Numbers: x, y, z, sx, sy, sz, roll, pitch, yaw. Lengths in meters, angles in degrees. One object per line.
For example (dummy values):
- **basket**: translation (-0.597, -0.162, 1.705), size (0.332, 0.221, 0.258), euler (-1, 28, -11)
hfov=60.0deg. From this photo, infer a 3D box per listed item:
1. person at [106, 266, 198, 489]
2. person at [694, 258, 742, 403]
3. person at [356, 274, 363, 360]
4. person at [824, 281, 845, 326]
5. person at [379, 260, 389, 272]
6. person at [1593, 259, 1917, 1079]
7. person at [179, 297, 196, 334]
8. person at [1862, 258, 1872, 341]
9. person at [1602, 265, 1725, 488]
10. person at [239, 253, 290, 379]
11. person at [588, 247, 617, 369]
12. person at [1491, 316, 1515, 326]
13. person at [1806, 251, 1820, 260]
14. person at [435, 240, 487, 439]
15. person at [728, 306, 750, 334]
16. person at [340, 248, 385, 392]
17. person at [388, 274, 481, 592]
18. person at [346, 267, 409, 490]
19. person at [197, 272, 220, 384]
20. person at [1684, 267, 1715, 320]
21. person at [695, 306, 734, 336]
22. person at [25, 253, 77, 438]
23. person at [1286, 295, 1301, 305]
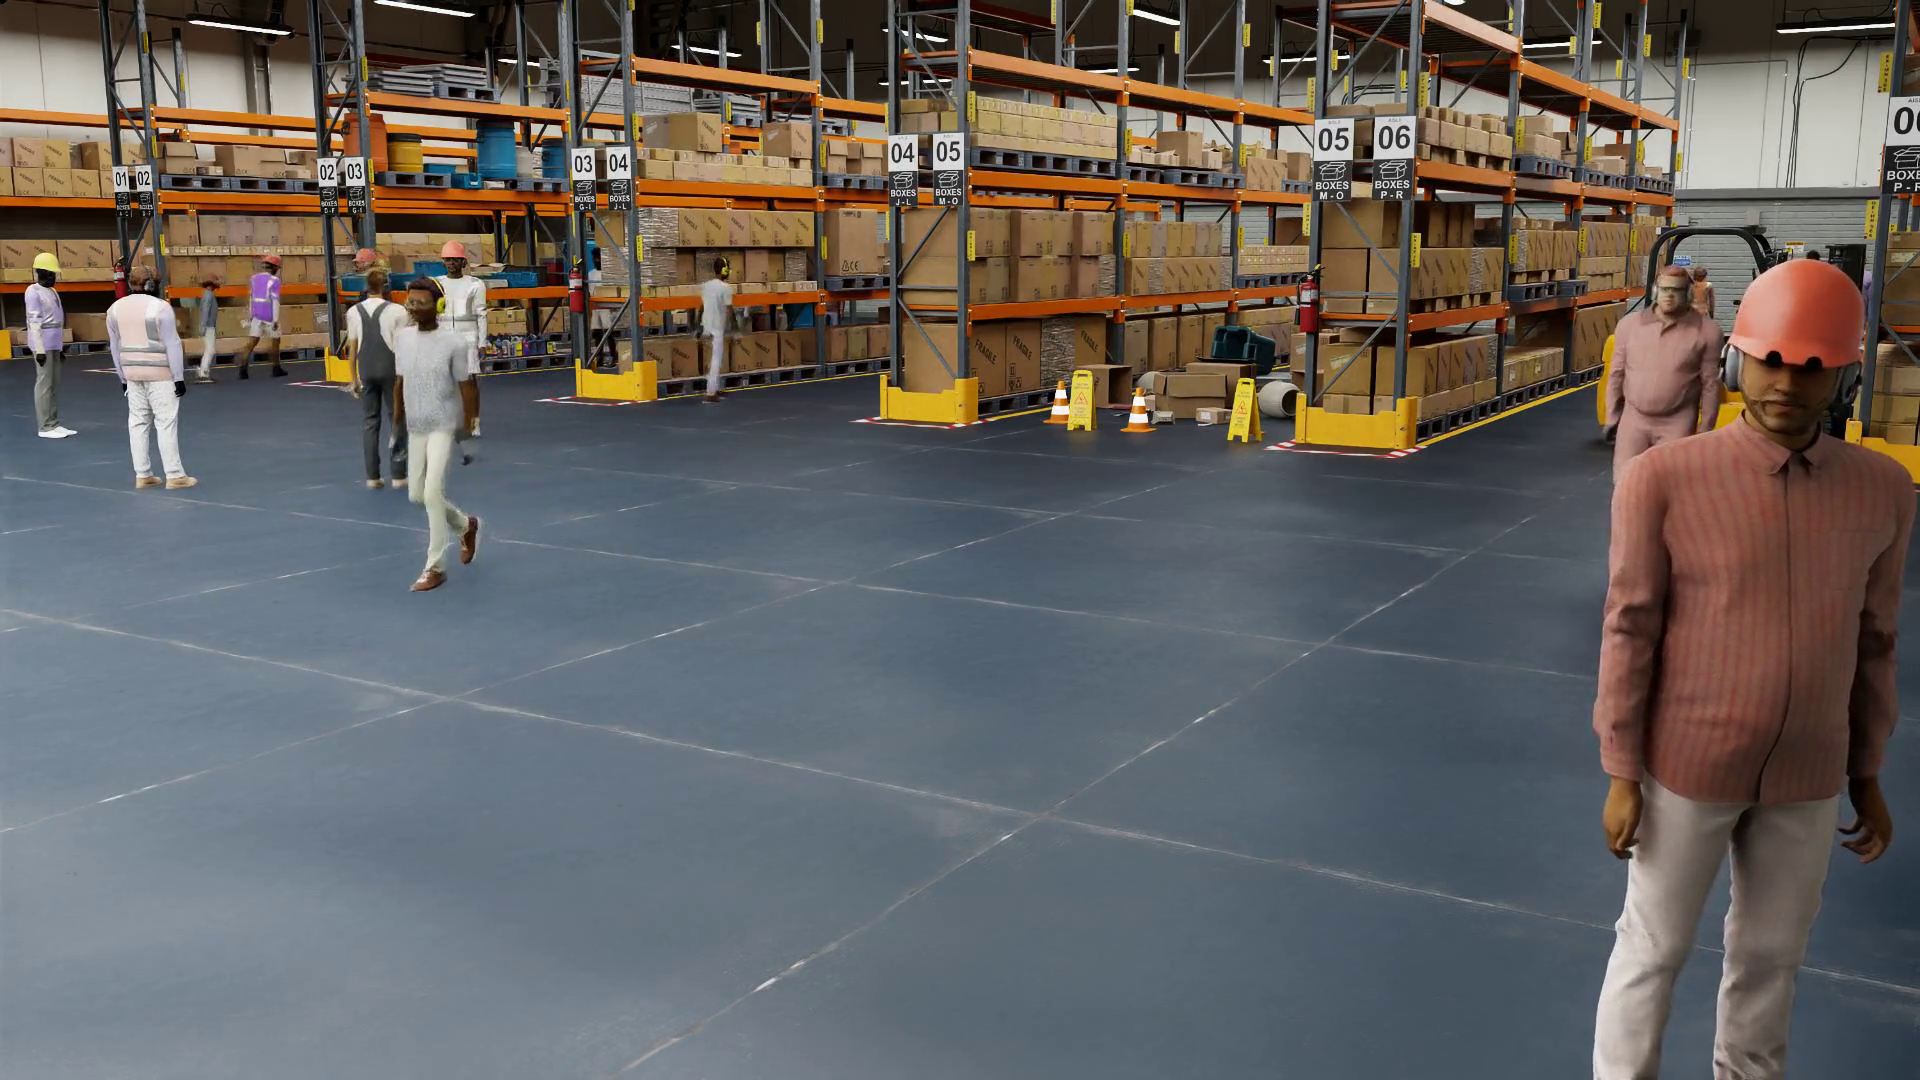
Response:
- **person**: translation (-6.670, -1.335, 13.744), size (0.620, 1.837, 0.429), euler (2, 10, 13)
- **person**: translation (-3.073, -2.687, 21.315), size (0.602, 1.833, 0.747), euler (9, 13, 40)
- **person**: translation (-9.874, -3.860, 27.928), size (0.532, 1.834, 0.966), euler (5, 11, 27)
- **person**: translation (-2.192, -3.842, 27.979), size (0.534, 1.767, 0.320), euler (4, 11, 22)
- **person**: translation (-9.053, -3.495, 26.033), size (0.528, 1.767, 0.330), euler (5, 11, 27)
- **person**: translation (1.566, 0.451, 3.305), size (0.613, 1.991, 0.392), euler (-1, 10, -3)
- **person**: translation (-13.863, -4.127, 29.999), size (0.654, 1.608, 0.508), euler (-8, 13, -39)
- **person**: translation (13.076, -3.260, 24.328), size (0.410, 1.909, 0.643), euler (-8, 13, -39)
- **person**: translation (4.271, -0.725, 10.157), size (0.672, 1.892, 0.419), euler (6, 12, 32)
- **person**: translation (-10.503, -3.357, 24.949), size (0.659, 1.882, 0.910), euler (3, 11, 17)
- **person**: translation (-5.766, -3.725, 26.763), size (0.612, 1.962, 0.367), euler (7, 12, 33)
- **person**: translation (9.427, -4.111, 29.141), size (0.566, 1.880, 0.993), euler (-1, 10, -4)
- **person**: translation (13.824, -3.764, 27.175), size (0.600, 1.899, 0.596), euler (-8, 13, -37)
- **person**: translation (-5.199, -2.060, 17.210), size (0.608, 2.048, 0.370), euler (-1, 10, -5)
- **person**: translation (-3.697, -3.673, 26.920), size (0.622, 1.799, 0.752), euler (5, 11, 25)
- **person**: translation (-7.947, -2.993, 22.709), size (0.997, 1.961, 0.624), euler (-4, 11, -19)
- **person**: translation (-3.114, -0.654, 9.900), size (0.526, 1.850, 0.738), euler (4, 11, 21)
- **person**: translation (-4.763, -1.317, 13.662), size (0.529, 1.826, 0.388), euler (0, 10, 2)
- **person**: translation (-10.863, -3.063, 24.047), size (0.407, 1.604, 0.561), euler (-5, 11, -24)
- **person**: translation (12.748, -3.895, 28.723), size (0.534, 1.594, 0.845), euler (6, 12, 30)
- **person**: translation (-3.732, -3.438, 25.277), size (0.624, 1.931, 0.378), euler (1, 10, 8)
- **person**: translation (-9.501, -2.024, 17.363), size (0.391, 1.919, 0.589), euler (-2, 10, -9)
- **person**: translation (6.575, -4.526, 32.191), size (0.546, 1.615, 0.588), euler (7, 12, 33)
